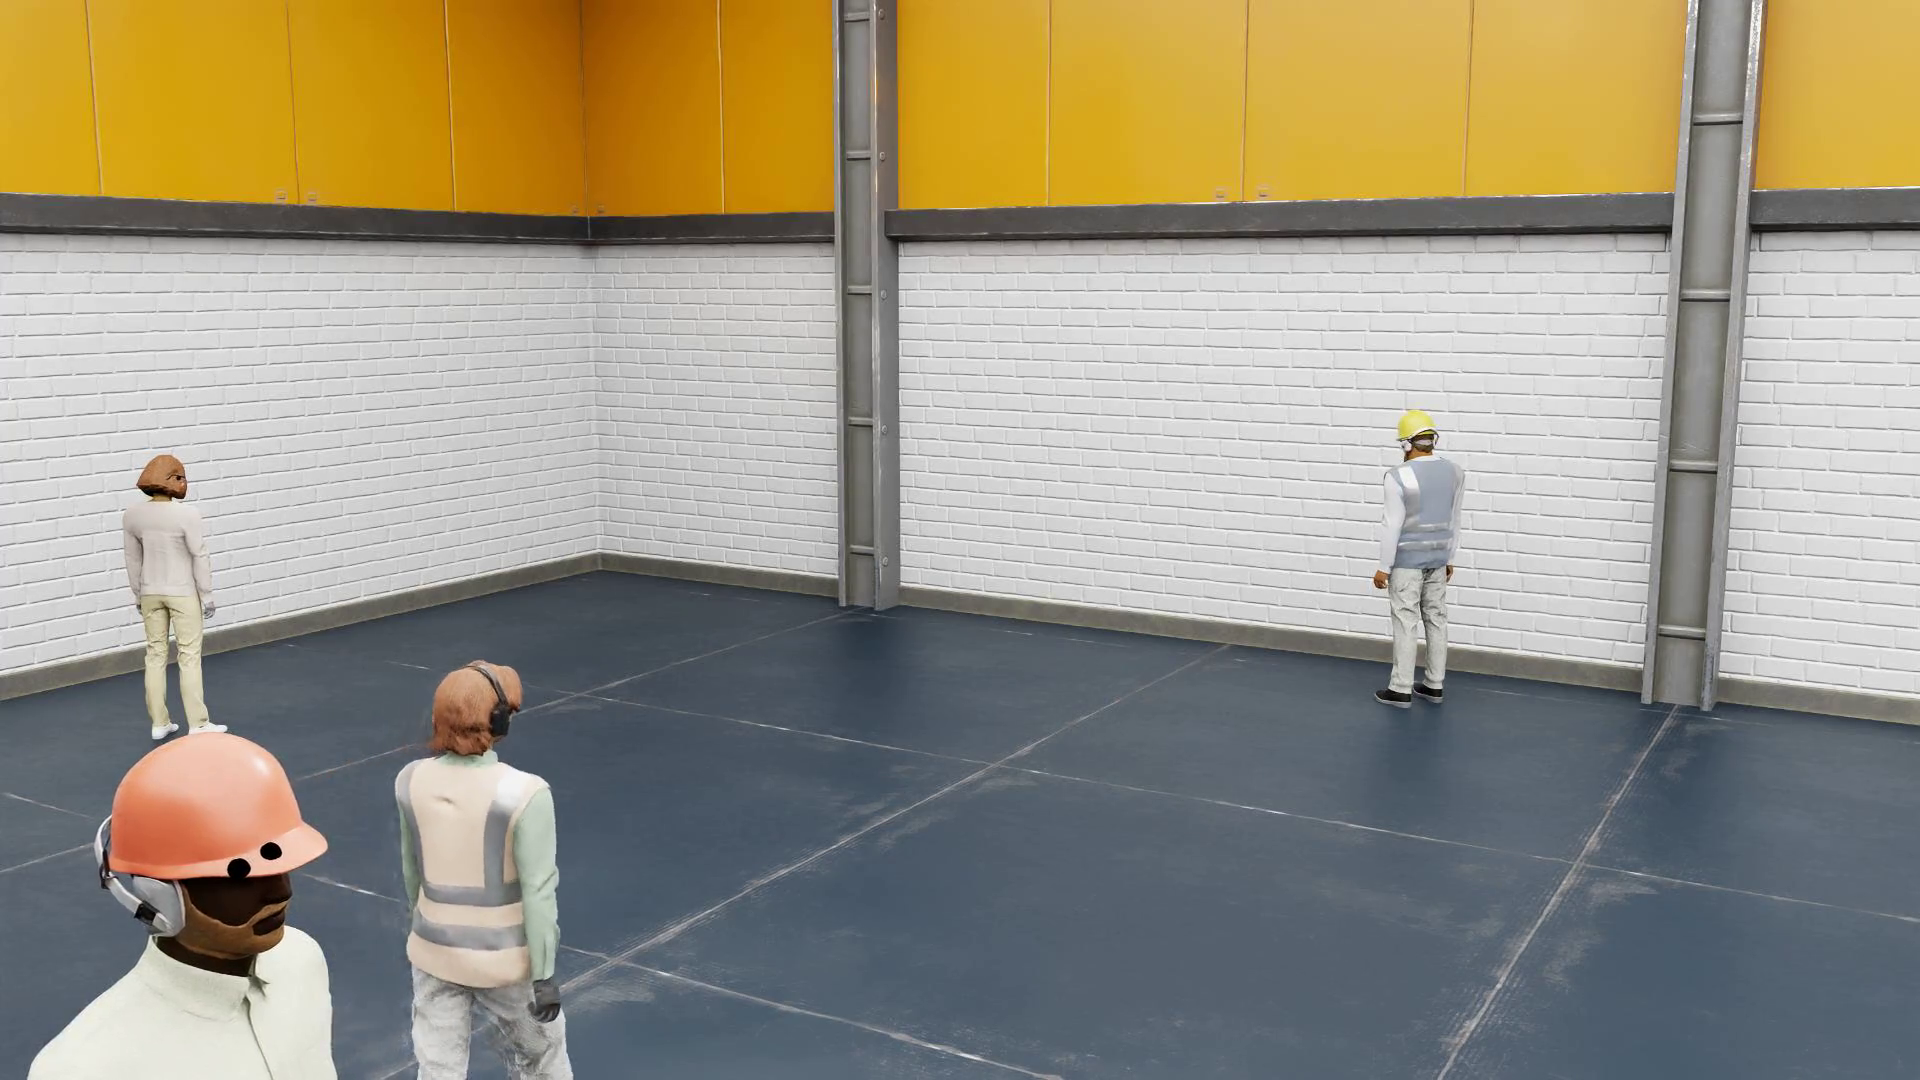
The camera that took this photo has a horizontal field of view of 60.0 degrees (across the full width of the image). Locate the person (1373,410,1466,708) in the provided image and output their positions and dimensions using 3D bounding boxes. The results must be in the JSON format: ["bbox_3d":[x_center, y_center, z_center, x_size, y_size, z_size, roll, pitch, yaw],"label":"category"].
[{"bbox_3d":[2.786,0.116,10.182,0.588,1.822,0.403,-4,10,-24],"label":"person"}]

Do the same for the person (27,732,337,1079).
[{"bbox_3d":[-1.085,1.259,2.503,0.379,1.996,0.611,2,9,10],"label":"person"}]

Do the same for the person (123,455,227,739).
[{"bbox_3d":[-4.470,0.328,9.440,0.498,1.633,0.279,2,9,9],"label":"person"}]

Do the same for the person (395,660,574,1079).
[{"bbox_3d":[-1.248,1.113,4.581,0.541,1.606,0.758,3,10,20],"label":"person"}]
